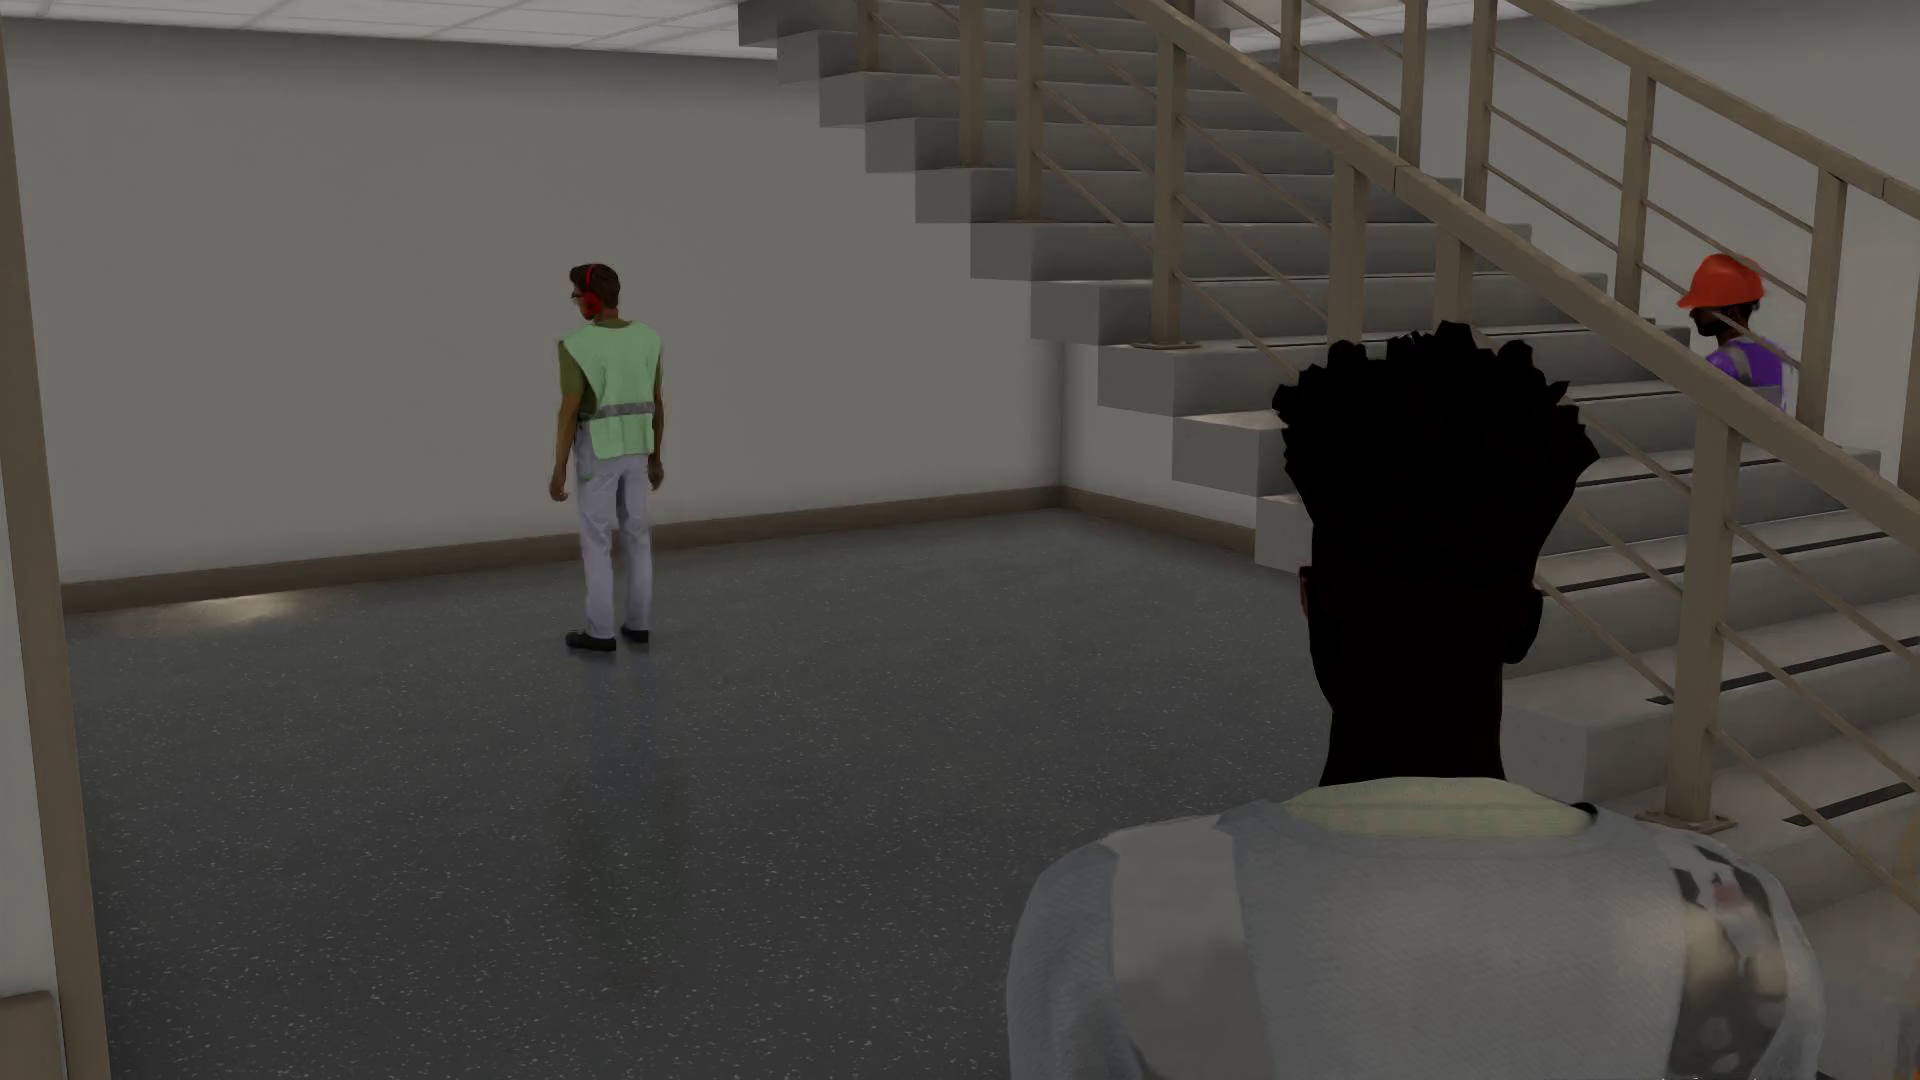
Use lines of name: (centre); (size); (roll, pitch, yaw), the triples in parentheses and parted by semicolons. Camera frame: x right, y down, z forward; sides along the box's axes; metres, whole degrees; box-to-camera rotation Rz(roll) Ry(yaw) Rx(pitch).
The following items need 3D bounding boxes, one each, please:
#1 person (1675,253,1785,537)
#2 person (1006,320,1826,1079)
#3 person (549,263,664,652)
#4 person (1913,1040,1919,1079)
person: (3.006, -0.165, 6.553); (0.665, 1.907, 0.584); (-8, 14, -38)
person: (0.322, 0.811, 1.328); (0.617, 1.951, 0.385); (-1, 11, -6)
person: (-1.648, -0.376, 7.882); (0.429, 1.833, 0.613); (9, 14, 40)
person: (1.118, 0.810, 1.466); (0.595, 1.900, 0.428); (1, 11, 5)
